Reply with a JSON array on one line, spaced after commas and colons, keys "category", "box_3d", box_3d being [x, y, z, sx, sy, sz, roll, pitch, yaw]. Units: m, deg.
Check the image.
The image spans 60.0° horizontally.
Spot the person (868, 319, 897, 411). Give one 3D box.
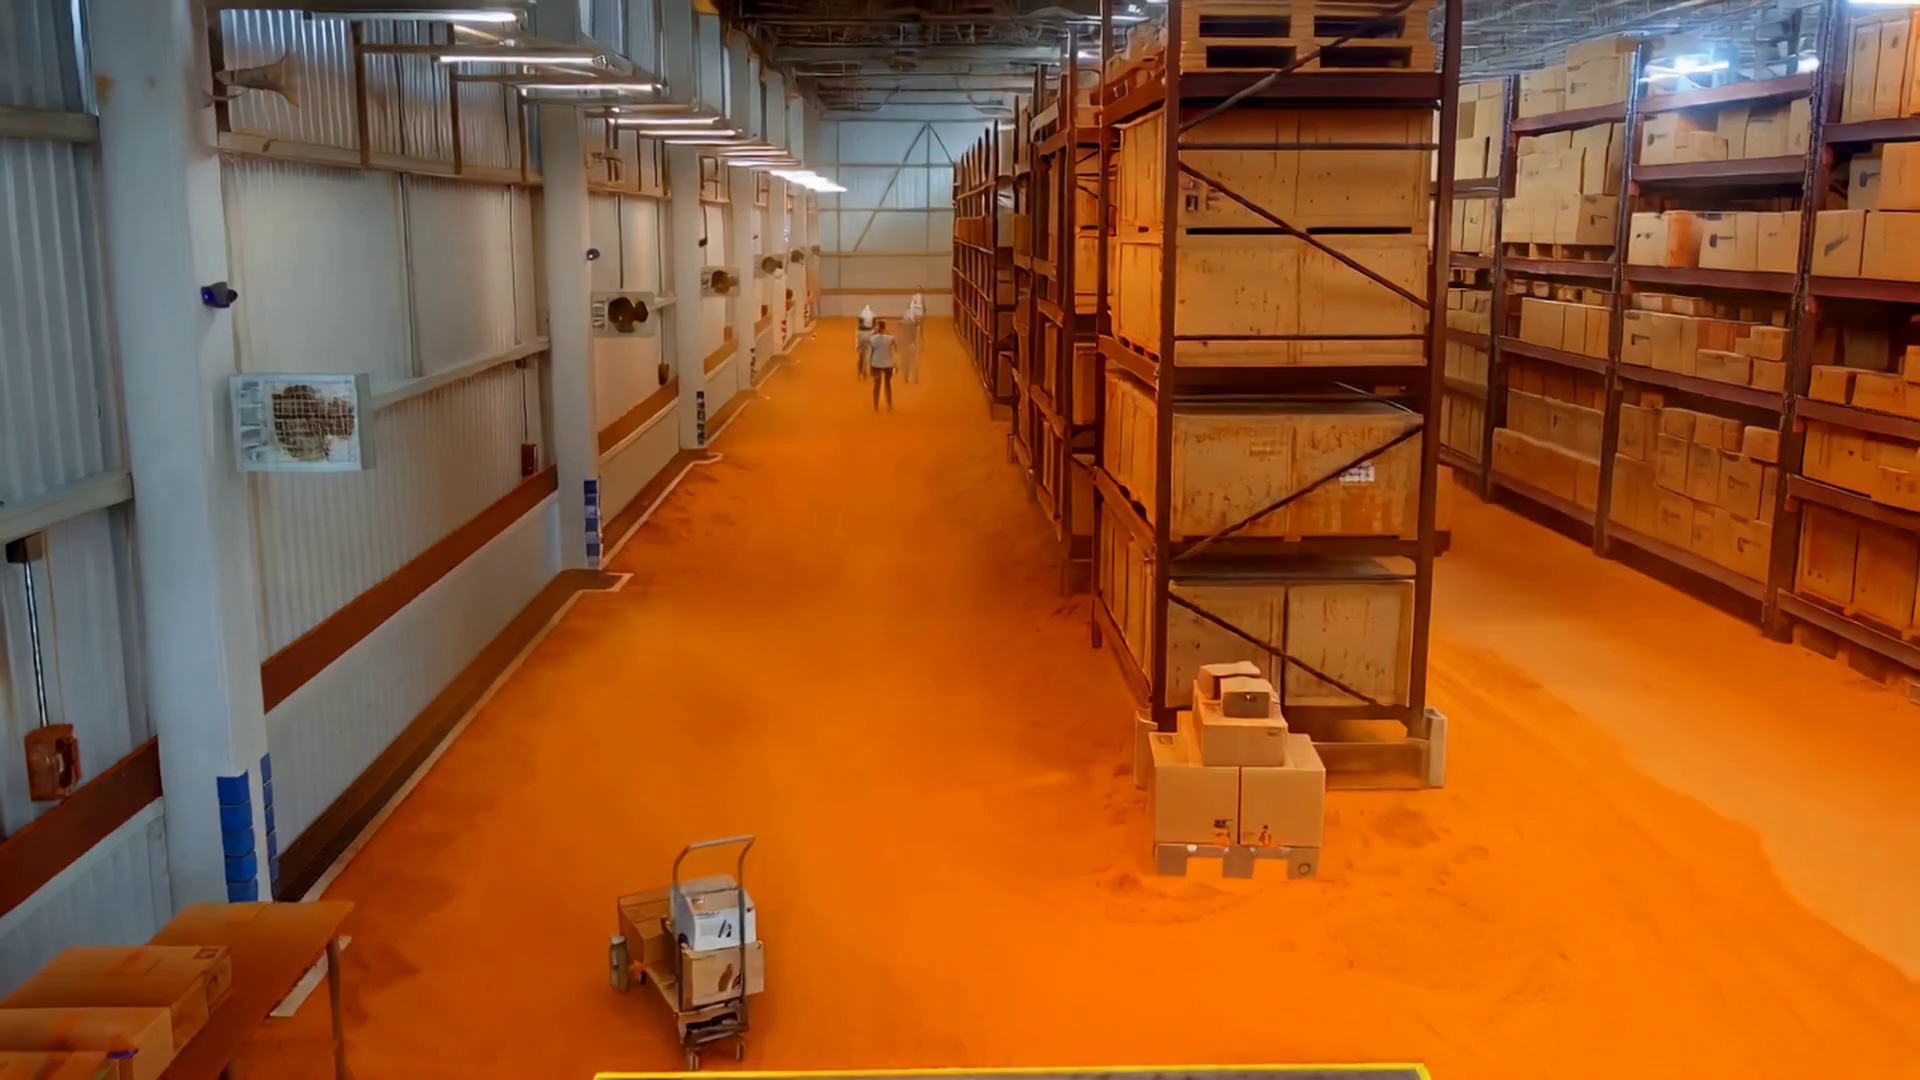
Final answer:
[{"category": "person", "box_3d": [-1.659, -3.756, 35.731, 0.613, 1.988, 0.403, -3, 11, -16]}]

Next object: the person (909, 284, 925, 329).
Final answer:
[{"category": "person", "box_3d": [-1.461, -7.798, 56.927, 0.551, 1.918, 0.653, 0, 11, 2]}]

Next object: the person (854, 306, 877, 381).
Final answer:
[{"category": "person", "box_3d": [-2.410, -5.024, 42.542, 0.597, 1.907, 0.414, -2, 11, -8]}]

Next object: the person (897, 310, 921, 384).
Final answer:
[{"category": "person", "box_3d": [-1.266, -4.837, 41.698, 0.661, 1.848, 1.011, -3, 11, -13]}]

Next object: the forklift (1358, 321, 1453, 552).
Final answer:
[{"category": "forklift", "box_3d": [5.441, -1.352, 20.882, 1.129, 2.768, 1.873, 0, 11, -2]}]
